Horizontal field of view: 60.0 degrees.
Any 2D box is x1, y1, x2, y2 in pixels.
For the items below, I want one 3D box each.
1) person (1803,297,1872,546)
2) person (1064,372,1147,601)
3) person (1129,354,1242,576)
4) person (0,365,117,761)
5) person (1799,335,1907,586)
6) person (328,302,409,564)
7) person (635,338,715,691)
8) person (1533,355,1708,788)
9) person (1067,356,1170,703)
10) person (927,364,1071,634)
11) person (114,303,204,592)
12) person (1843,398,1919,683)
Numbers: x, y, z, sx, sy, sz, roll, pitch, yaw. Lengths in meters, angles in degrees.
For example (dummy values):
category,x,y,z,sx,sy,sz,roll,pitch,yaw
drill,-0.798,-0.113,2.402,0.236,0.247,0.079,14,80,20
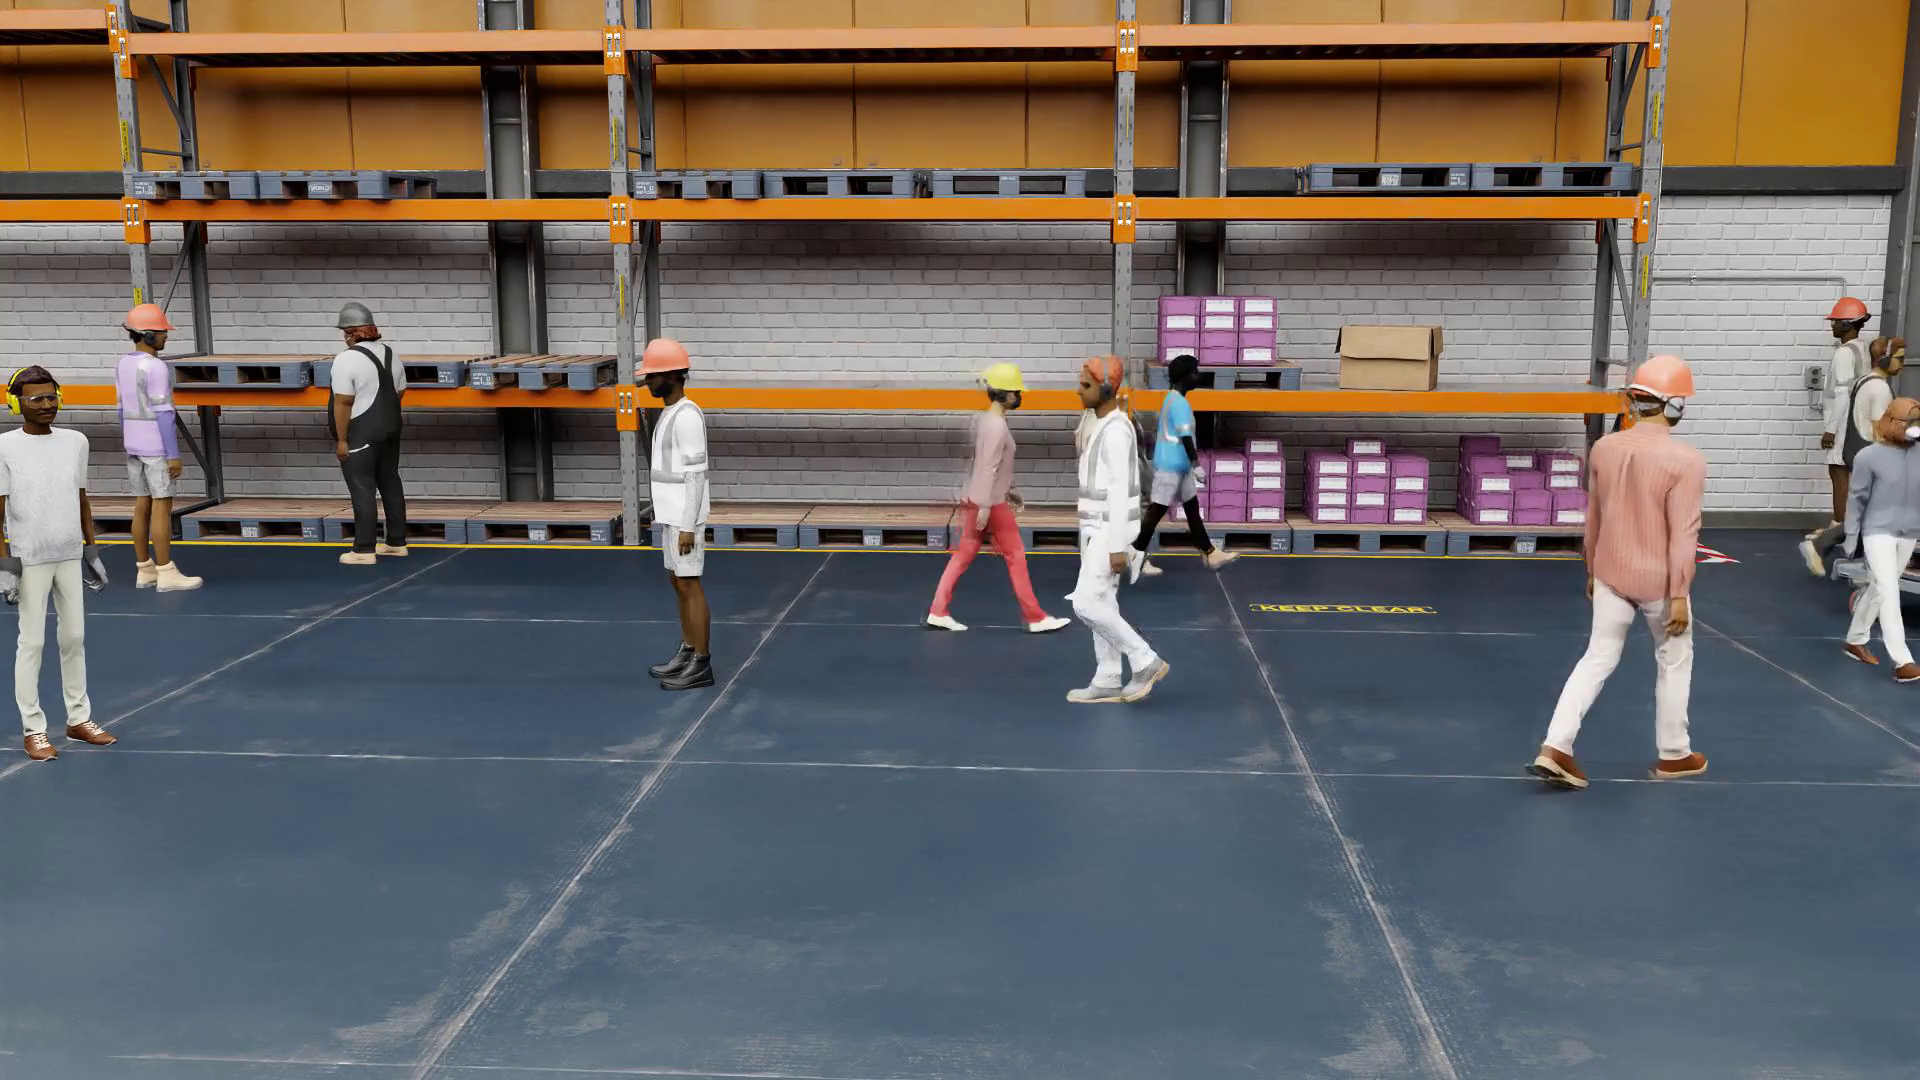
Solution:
category,x,y,z,sx,sy,sz,roll,pitch,yaw
person,7.259,-0.971,13.716,0.374,2.044,0.605,9,13,41
person,1.017,-0.392,11.539,0.582,1.618,0.513,-2,10,-14
person,1.674,-0.545,12.357,0.873,1.654,0.551,1,10,6
person,-4.341,0.103,7.944,0.328,1.870,0.515,6,11,30
person,6.413,-0.547,11.874,0.599,1.826,0.540,3,10,18
person,-4.660,-0.846,12.993,0.535,2.000,0.682,4,10,21
person,-1.574,-0.138,9.160,0.377,1.932,0.552,-4,10,-21
person,2.995,0.152,7.411,0.981,1.956,0.622,-5,11,-29
person,0.795,-0.035,8.765,0.457,1.871,0.575,0,10,3
person,0.207,-0.250,10.455,0.905,1.716,0.531,-2,10,-9
person,-5.743,-0.655,11.866,0.605,2.045,0.388,8,12,38
person,5.309,-0.010,9.422,0.515,1.587,0.875,-1,10,-7
